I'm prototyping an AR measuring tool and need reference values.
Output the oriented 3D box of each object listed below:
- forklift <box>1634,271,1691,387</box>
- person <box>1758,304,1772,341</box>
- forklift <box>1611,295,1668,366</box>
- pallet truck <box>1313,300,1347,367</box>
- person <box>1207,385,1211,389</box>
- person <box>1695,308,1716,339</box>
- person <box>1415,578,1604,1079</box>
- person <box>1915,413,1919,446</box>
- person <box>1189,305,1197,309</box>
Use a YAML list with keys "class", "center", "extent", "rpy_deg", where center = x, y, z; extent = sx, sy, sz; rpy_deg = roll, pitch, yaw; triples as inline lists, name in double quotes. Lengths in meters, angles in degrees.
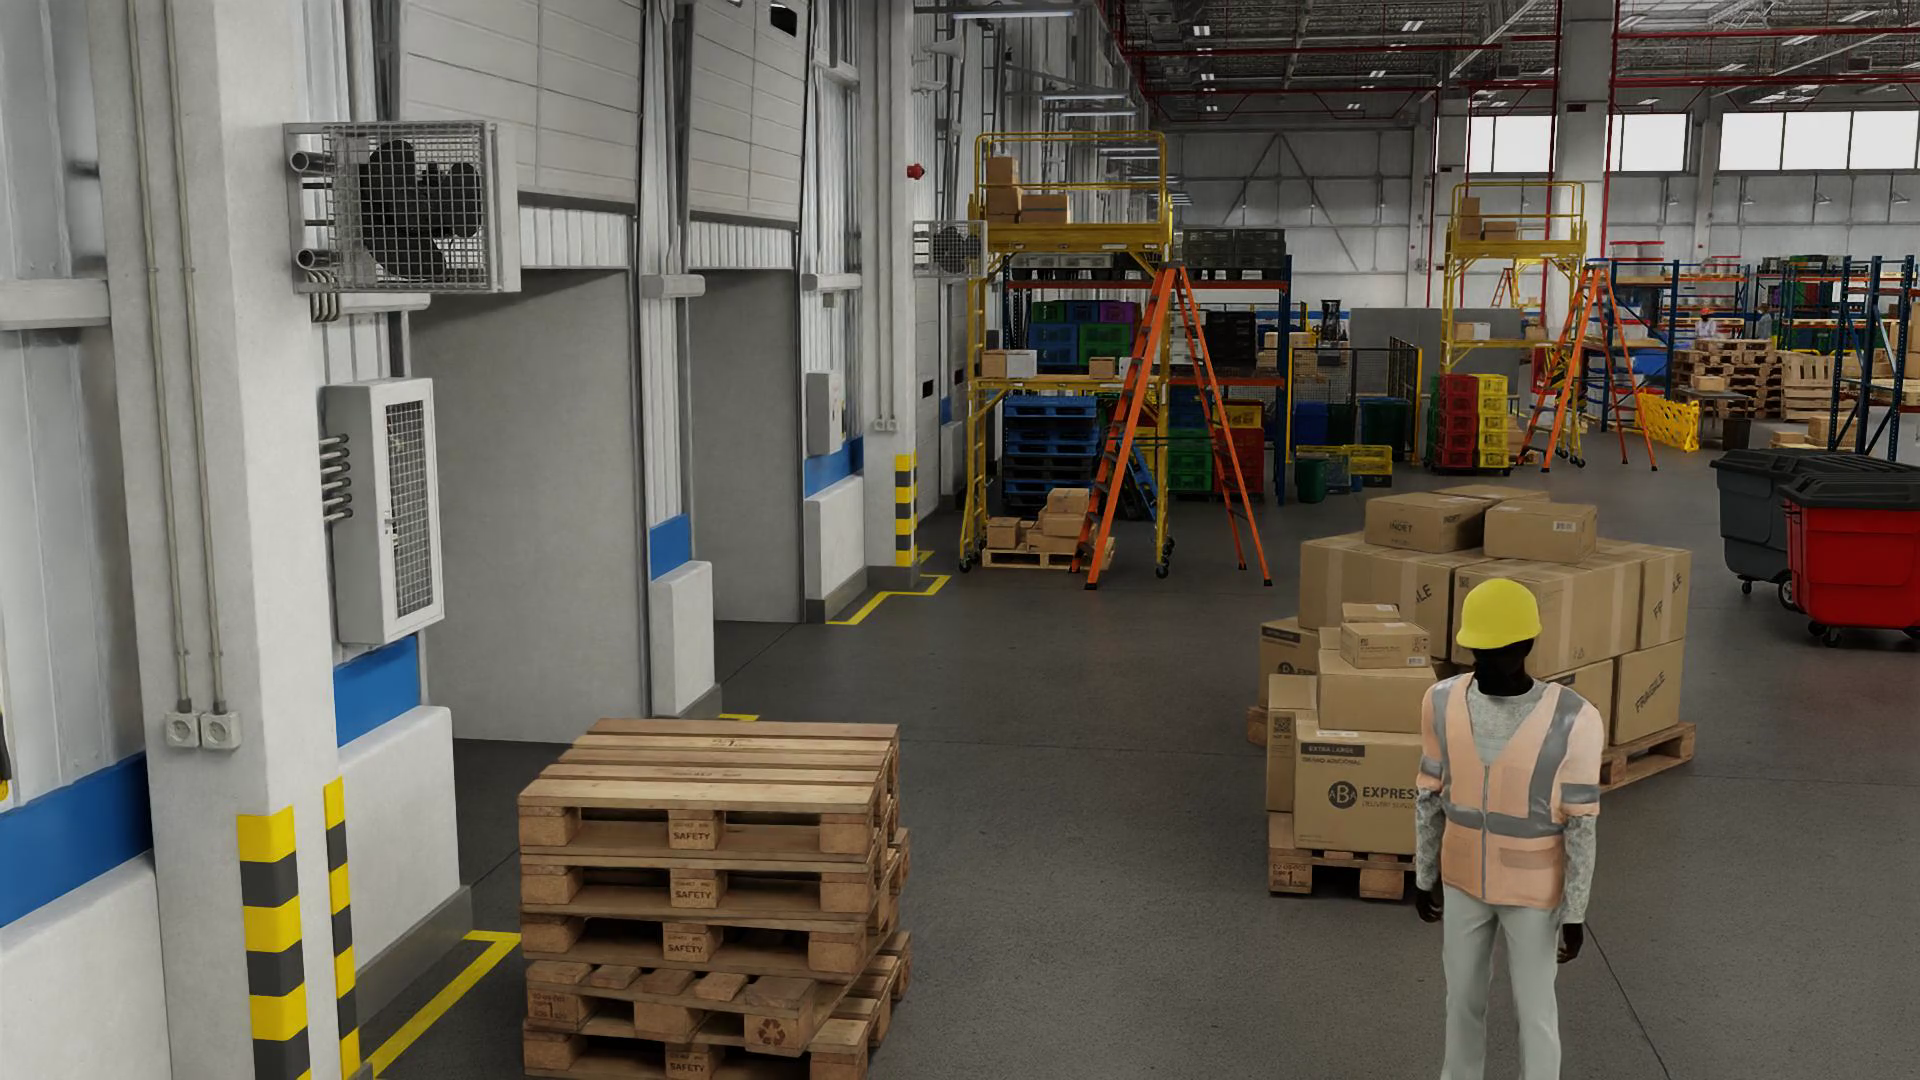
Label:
- class: "forklift"
  center: [16.855, -5.190, 40.775]
  extent: [1.873, 2.768, 1.129]
  rpy_deg: [8, 12, 41]
- class: "person"
  center: [22.175, -5.543, 45.874]
  extent: [0.357, 1.931, 0.630]
  rpy_deg: [3, 10, 19]
- class: "forklift"
  center: [18.899, -6.148, 46.682]
  extent: [1.873, 2.768, 1.129]
  rpy_deg: [-3, 10, -17]
- class: "pallet truck"
  center: [11.159, -6.200, 49.718]
  extent: [0.823, 1.965, 1.885]
  rpy_deg: [4, 10, 26]
- class: "person"
  center: [5.215, -3.648, 35.113]
  extent: [0.313, 1.634, 0.515]
  rpy_deg: [-5, 10, -27]
- class: "person"
  center: [19.009, -4.983, 42.535]
  extent: [0.565, 1.890, 0.980]
  rpy_deg: [9, 13, 43]
- class: "person"
  center: [1.674, 1.061, 5.189]
  extent: [0.586, 1.918, 0.398]
  rpy_deg: [8, 12, 41]
- class: "person"
  center: [15.719, -2.368, 26.895]
  extent: [0.320, 1.738, 0.486]
  rpy_deg: [8, 12, 42]
- class: "person"
  center: [6.229, -5.351, 44.706]
  extent: [0.547, 1.929, 0.387]
  rpy_deg: [-5, 11, -29]
